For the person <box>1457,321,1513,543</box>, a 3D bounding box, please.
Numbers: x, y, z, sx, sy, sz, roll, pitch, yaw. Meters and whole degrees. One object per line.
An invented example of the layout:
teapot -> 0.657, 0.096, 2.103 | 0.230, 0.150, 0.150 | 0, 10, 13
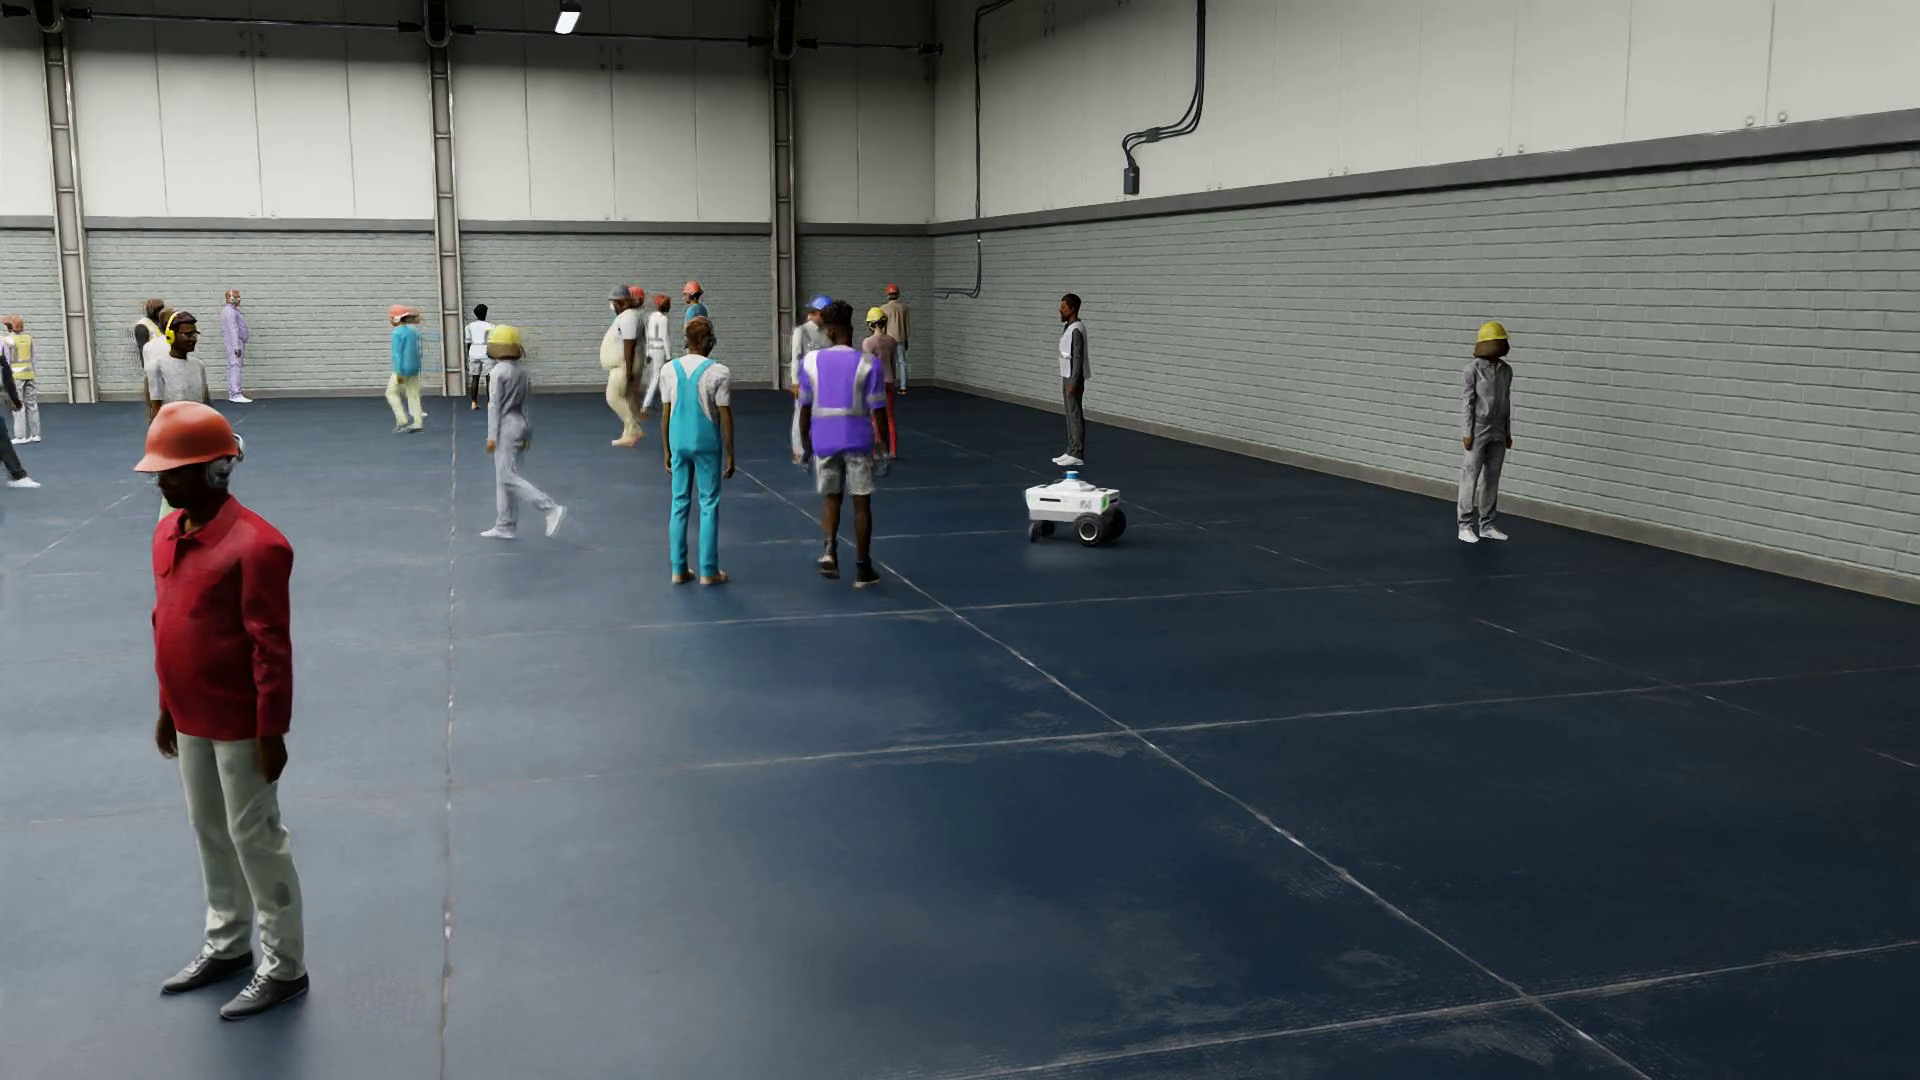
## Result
person -> 4.187, -0.855, 13.196 | 0.493, 1.746, 0.282 | -4, 10, -26

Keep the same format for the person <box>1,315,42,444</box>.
person -> -11.878, -2.018, 20.990 | 0.320, 1.630, 0.532 | 2, 9, 11

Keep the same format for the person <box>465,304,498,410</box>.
person -> -7.599, -2.905, 26.462 | 0.535, 1.690, 0.321 | 2, 9, 11

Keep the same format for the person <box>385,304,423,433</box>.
person -> -7.500, -2.292, 22.388 | 0.500, 1.736, 0.566 | 2, 9, 12

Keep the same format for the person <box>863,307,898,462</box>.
person -> -0.932, -1.775, 19.028 | 0.336, 1.760, 0.523 | 8, 12, 41

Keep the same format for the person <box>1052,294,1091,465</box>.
person -> 1.267, -1.795, 18.651 | 0.392, 1.919, 0.591 | -1, 9, -5

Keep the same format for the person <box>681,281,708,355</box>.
person -> -4.080, -2.936, 25.531 | 0.374, 2.043, 0.611 | 2, 9, 10

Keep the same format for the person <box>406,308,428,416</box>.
person -> -8.290, -2.697, 25.278 | 0.309, 1.643, 0.513 | -3, 10, -21

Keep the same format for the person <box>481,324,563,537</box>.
person -> -3.516, -0.850, 13.224 | 0.688, 1.724, 0.488 | 1, 9, 8

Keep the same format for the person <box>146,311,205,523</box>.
person -> -5.367, -0.644, 11.505 | 0.327, 1.861, 0.520 | 3, 10, 21

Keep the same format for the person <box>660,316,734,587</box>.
person -> -1.769, -0.592, 11.261 | 0.517, 1.834, 0.364 | 2, 9, 13

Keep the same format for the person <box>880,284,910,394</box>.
person -> -1.199, -3.611, 29.989 | 0.621, 1.992, 0.397 | -5, 10, -31

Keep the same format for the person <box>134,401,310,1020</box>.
person -> -2.111, 0.478, 4.712 | 0.573, 1.743, 0.351 | 6, 11, 36

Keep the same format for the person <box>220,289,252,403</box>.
person -> -12.247, -3.275, 28.129 | 0.409, 1.909, 0.641 | -5, 10, -30

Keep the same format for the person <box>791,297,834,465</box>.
person -> -1.573, -1.741, 18.415 | 0.670, 1.872, 0.957 | -7, 11, -37

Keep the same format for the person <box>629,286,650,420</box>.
person -> -4.792, -2.751, 24.553 | 0.407, 1.987, 0.607 | -6, 11, -32

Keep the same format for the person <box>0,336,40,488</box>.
person -> -9.746, -1.435, 16.545 | 1.017, 1.863, 0.662 | 0, 9, 3

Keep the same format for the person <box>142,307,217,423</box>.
person -> -7.301, -1.272, 15.657 | 0.521, 1.816, 0.805 | 1, 9, 7

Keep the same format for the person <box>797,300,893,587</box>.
person -> -0.773, -0.646, 11.227 | 0.666, 1.941, 0.426 | 2, 9, 12

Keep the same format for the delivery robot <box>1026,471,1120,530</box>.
delivery robot -> 0.890, -0.301, 13.150 | 0.707, 0.478, 0.477 | 4, 10, 26

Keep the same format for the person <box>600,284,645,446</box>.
person -> -4.185, -2.161, 20.597 | 0.536, 2.000, 0.708 | -2, 9, -13
